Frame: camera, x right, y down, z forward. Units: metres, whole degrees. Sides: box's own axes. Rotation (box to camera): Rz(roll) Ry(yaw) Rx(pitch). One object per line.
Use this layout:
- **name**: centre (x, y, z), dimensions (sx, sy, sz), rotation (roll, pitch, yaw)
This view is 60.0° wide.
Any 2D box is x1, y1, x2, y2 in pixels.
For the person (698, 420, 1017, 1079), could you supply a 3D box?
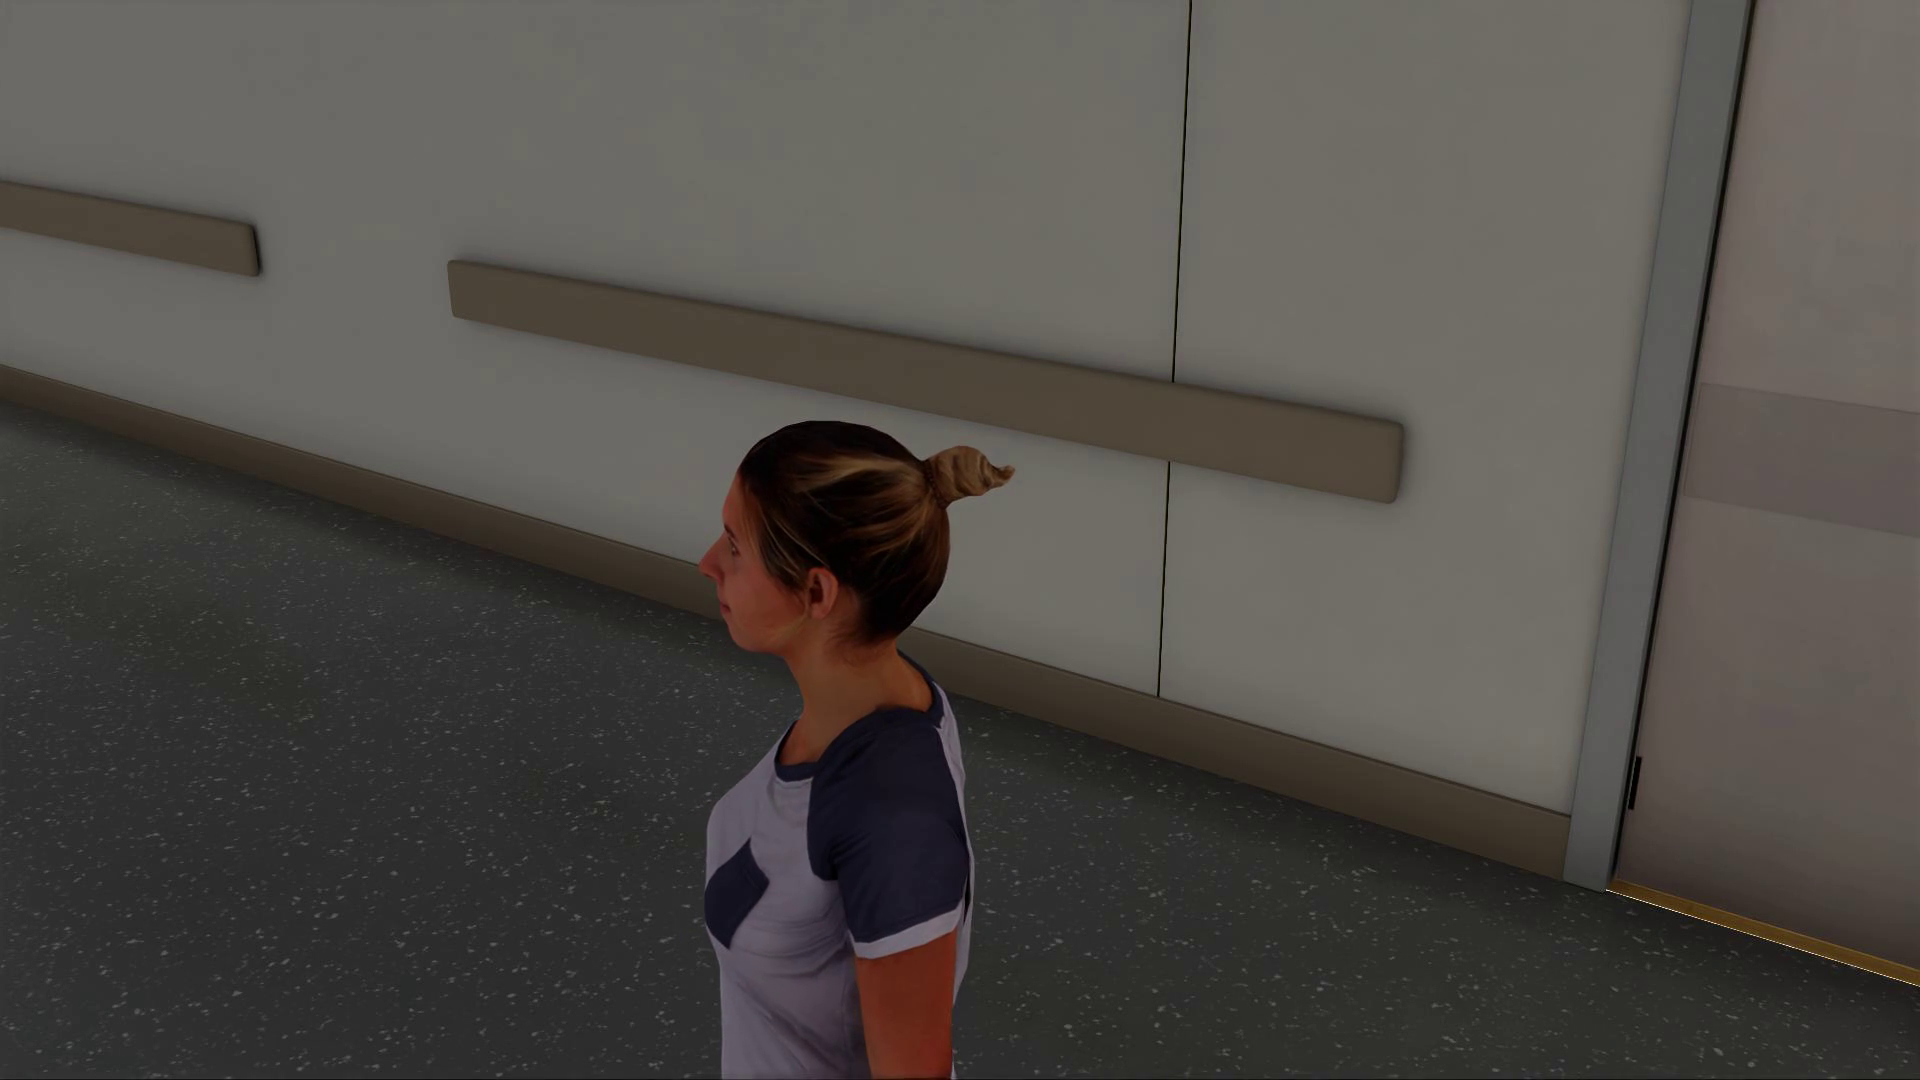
- **person**: centre (-0.111, 0.654, 1.755), dimensions (0.724, 1.625, 0.654), rotation (-2, 21, -6)
